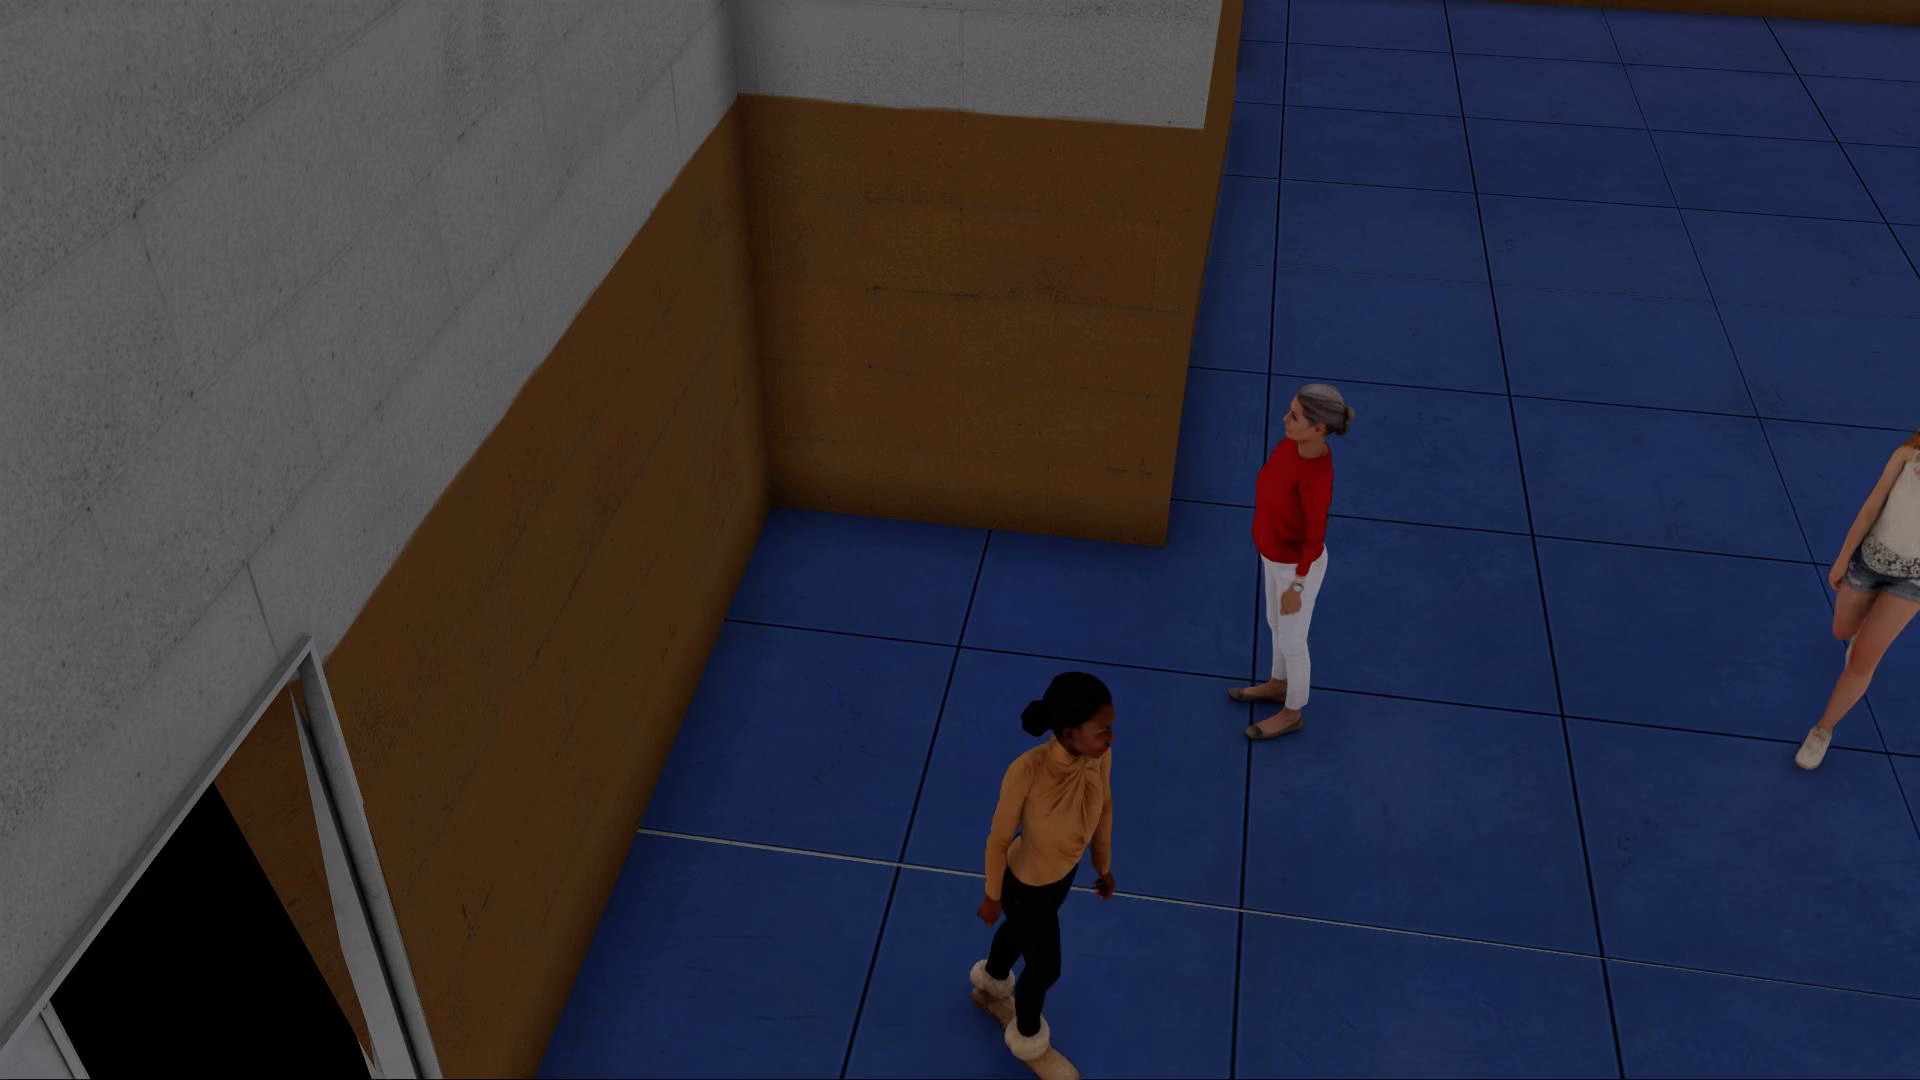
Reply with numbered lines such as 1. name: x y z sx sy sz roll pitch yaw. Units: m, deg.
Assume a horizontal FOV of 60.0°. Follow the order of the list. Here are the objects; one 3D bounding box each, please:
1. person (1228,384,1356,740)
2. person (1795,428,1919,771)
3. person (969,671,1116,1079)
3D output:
1. person: 1.343 0.098 6.711 0.609 1.693 0.606 -4 37 -6
2. person: 3.761 0.100 6.676 1.075 1.731 0.983 27 45 31
3. person: 0.207 1.081 5.456 0.842 1.626 0.925 -23 42 -27
